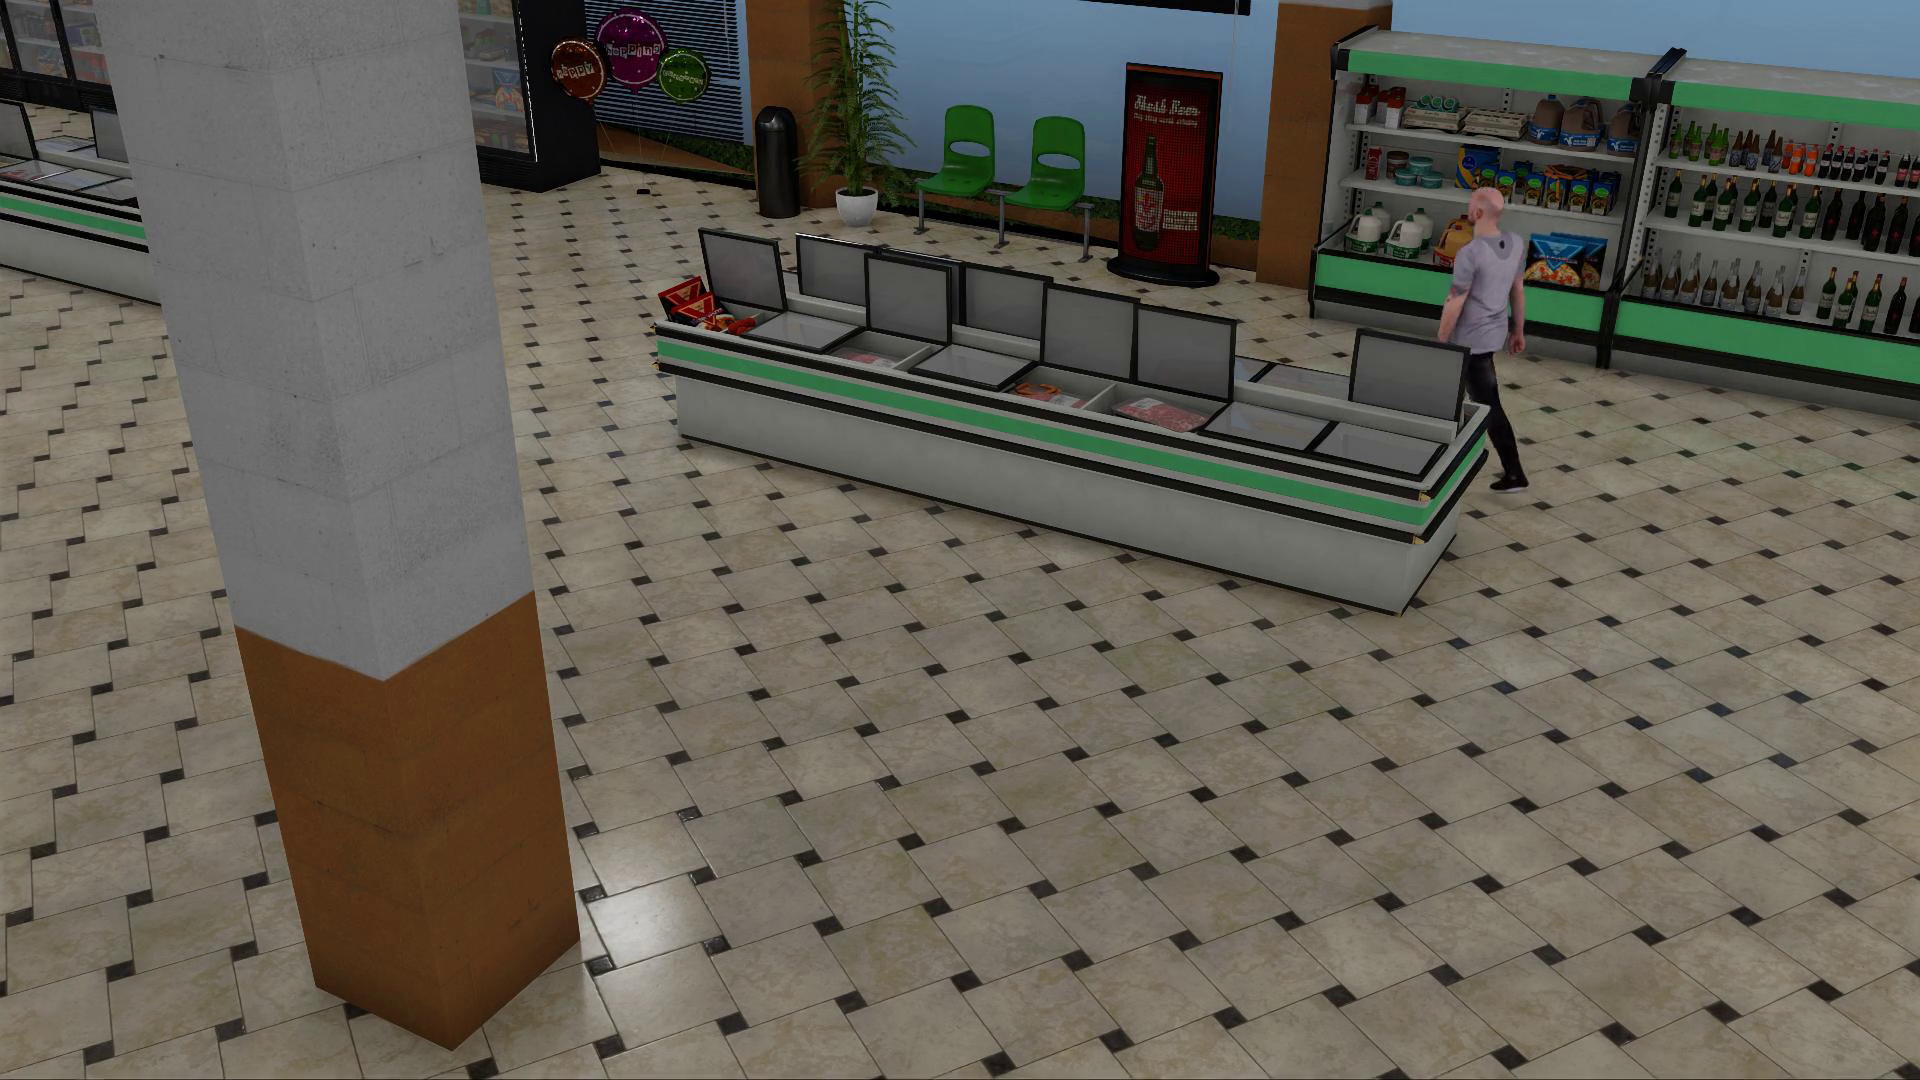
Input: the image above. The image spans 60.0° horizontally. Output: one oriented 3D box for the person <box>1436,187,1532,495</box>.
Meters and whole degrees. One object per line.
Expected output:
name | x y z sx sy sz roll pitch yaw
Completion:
person | 3.131 -1.115 9.798 1.040 1.773 1.405 -18 32 -31
